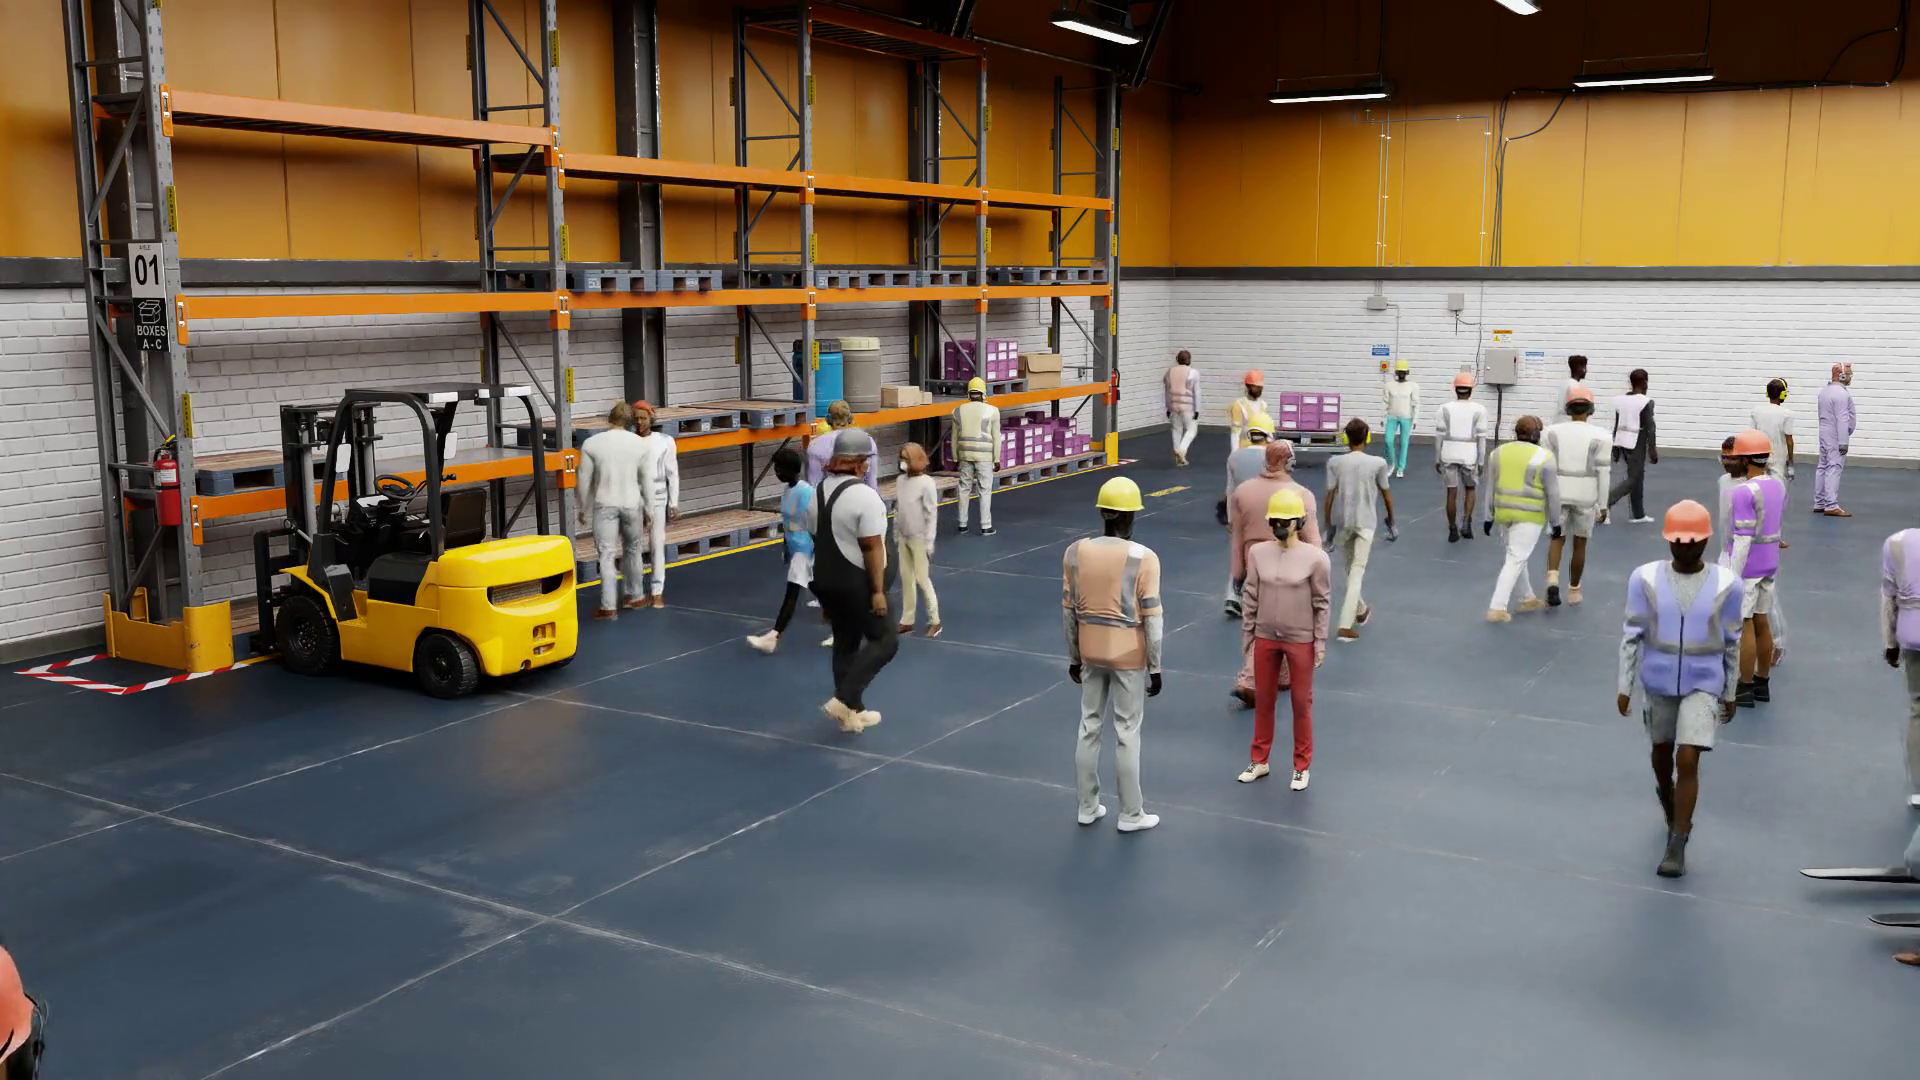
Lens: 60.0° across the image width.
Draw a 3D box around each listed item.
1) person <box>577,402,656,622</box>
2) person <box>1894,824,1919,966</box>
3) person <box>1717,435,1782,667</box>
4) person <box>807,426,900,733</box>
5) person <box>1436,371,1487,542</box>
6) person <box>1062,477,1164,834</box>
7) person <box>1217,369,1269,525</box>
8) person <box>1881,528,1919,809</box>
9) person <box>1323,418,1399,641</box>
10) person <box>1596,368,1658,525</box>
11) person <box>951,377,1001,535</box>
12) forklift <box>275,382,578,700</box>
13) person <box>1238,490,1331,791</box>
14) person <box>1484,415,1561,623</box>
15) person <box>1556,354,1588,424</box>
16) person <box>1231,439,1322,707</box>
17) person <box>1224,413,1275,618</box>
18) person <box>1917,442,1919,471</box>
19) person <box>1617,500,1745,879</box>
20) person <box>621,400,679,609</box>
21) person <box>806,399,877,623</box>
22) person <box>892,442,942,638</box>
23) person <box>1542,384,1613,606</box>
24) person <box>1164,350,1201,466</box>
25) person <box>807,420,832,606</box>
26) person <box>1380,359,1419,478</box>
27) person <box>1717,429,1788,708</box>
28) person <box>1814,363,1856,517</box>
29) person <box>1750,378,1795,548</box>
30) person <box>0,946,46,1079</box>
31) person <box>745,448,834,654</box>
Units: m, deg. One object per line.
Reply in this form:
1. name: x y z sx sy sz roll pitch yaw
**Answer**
1. person: -3.001 -0.253 14.588 0.677 1.894 0.819 -3 10 -19
2. person: 4.225 1.074 7.100 0.349 1.617 0.536 4 10 25
3. person: 5.930 0.105 12.583 1.012 1.814 0.536 -4 10 -22
4. person: -0.675 0.262 10.842 0.541 2.000 0.701 -7 12 -39
5. person: 5.605 -0.926 18.649 0.542 1.922 0.422 3 10 18
6. person: 0.834 0.623 8.978 0.593 1.926 0.389 6 11 33
7. person: 3.328 -1.032 19.298 0.554 1.921 0.723 -5 10 -29
8. person: 5.518 0.564 9.390 0.555 1.893 0.617 -8 12 -42
9. person: 3.322 -0.102 13.846 0.531 1.805 1.020 6 11 31
10. person: 8.013 -1.112 19.920 0.860 1.891 0.595 -2 9 -13
11. person: 0.188 -0.966 19.231 0.607 1.821 0.417 4 10 22
12. forklift: -3.974 -0.067 12.417 2.313 2.155 1.214 5 11 30
13. person: 1.889 0.581 9.702 0.527 1.767 0.331 6 11 32
14. person: 4.883 -0.192 14.473 0.973 1.793 0.648 -7 11 -36
15. person: 8.048 -1.473 21.935 0.466 1.951 0.641 0 9 3
16. person: 2.207 0.220 11.669 0.657 1.864 0.978 9 13 44
17. person: 2.592 -0.207 14.503 0.605 1.815 0.687 8 12 41
18. person: 11.497 -0.910 19.466 0.519 1.627 0.364 6 11 33
19. person: 3.710 0.705 8.579 0.570 1.896 0.905 5 10 27
20. person: -2.828 -0.313 14.955 0.594 1.880 0.412 -1 9 -7
21. person: -1.020 -0.245 14.344 0.628 1.935 0.373 -4 10 -21
22. person: -0.381 0.000 13.771 0.312 1.638 0.510 -7 12 -38
23. person: 5.472 -0.376 14.888 0.633 2.020 0.689 6 11 31
24. person: 3.448 -2.041 25.876 0.629 1.832 0.530 6 11 35
25. person: -1.155 -0.211 14.822 0.640 1.707 0.491 -1 9 -5
26. person: 6.465 -1.783 24.478 0.554 1.747 0.481 4 10 22
27. person: 5.488 0.194 11.594 0.549 1.933 0.373 -7 11 -36
28. person: 10.919 -1.253 20.715 0.408 1.909 0.638 1 9 6
29. person: 8.906 -0.840 18.252 0.319 1.871 0.532 -7 11 -36
30. person: -1.537 1.595 2.665 0.637 1.987 1.027 -4 10 -23
31. person: -1.269 0.088 13.183 0.797 1.647 0.606 -4 10 -22
